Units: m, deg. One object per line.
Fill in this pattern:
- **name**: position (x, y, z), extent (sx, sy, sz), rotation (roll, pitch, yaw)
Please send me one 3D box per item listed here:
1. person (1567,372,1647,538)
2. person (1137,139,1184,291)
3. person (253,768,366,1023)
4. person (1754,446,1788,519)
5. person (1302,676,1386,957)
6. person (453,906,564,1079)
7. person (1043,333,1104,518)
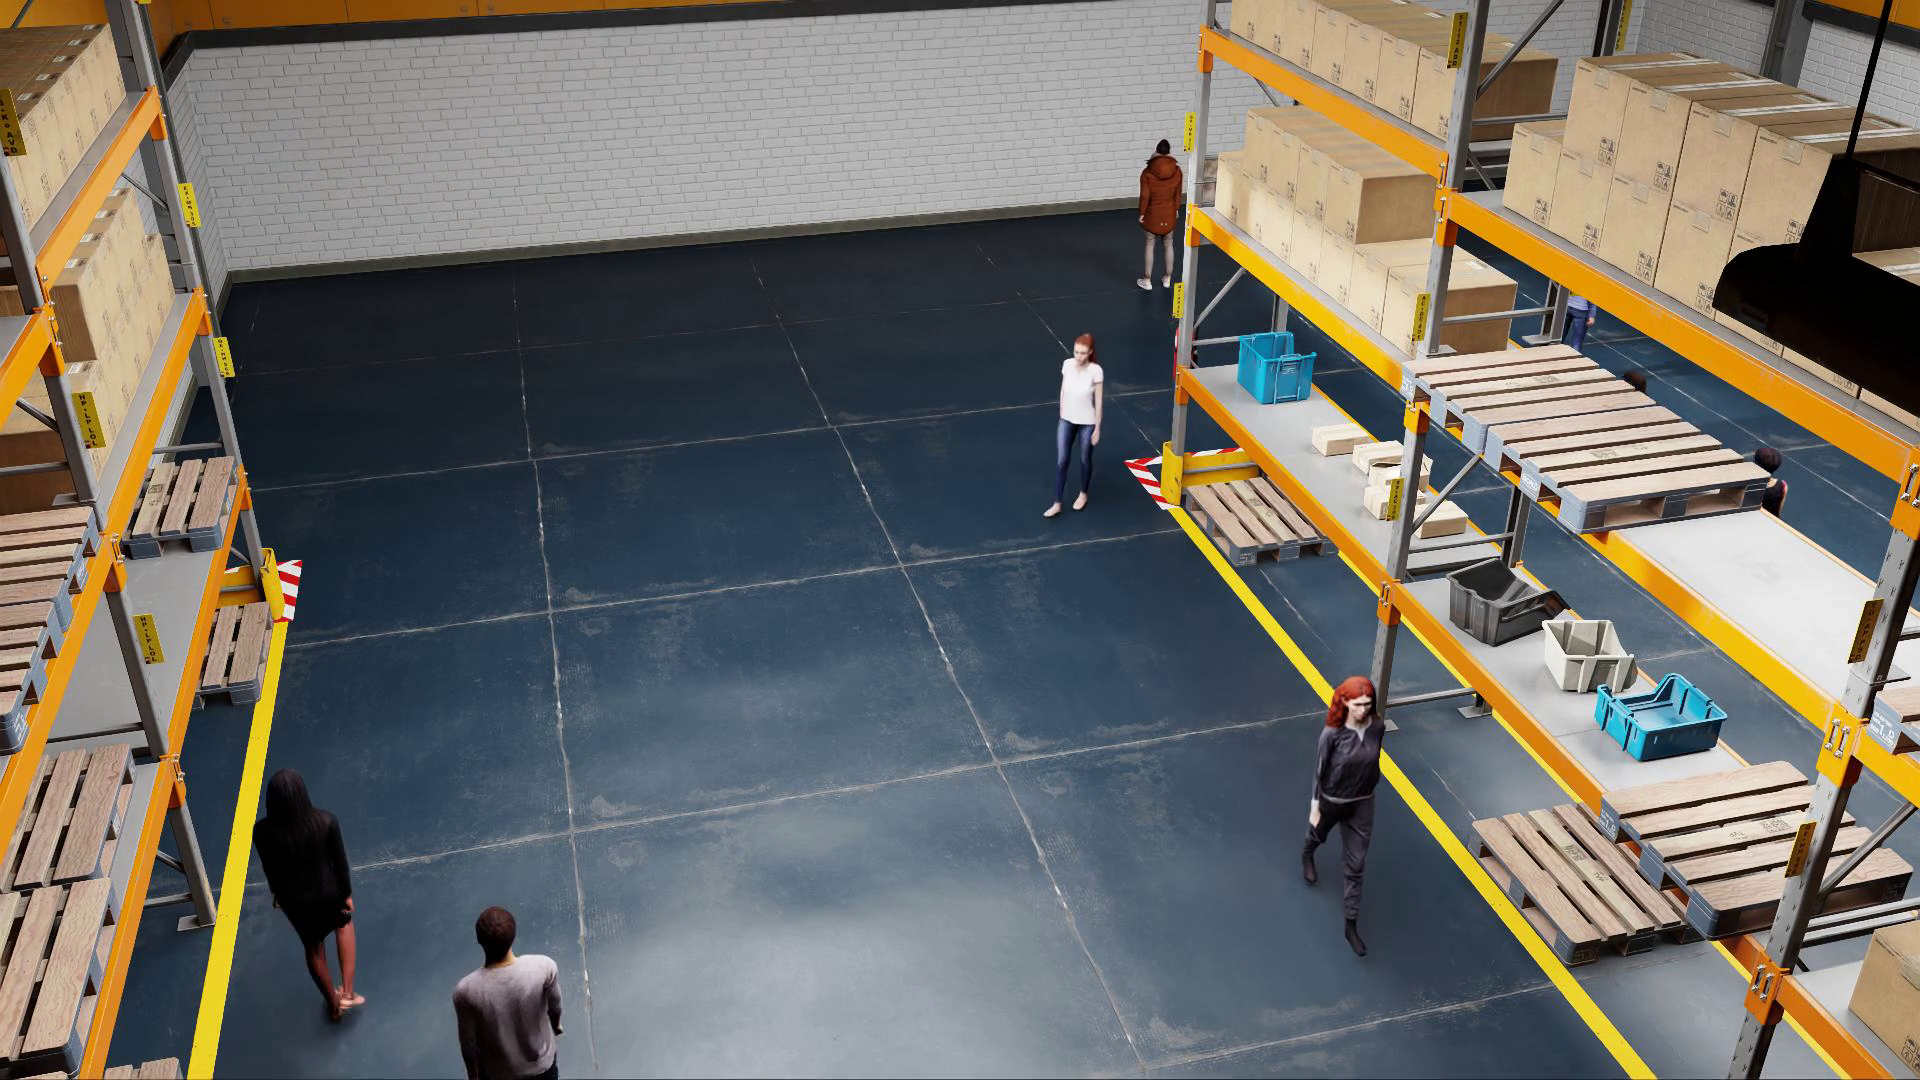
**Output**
- **person**: position (5.806, -0.664, 14.434), extent (1.077, 1.621, 0.939), rotation (21, 35, 34)
- **person**: position (2.434, -3.963, 20.255), extent (0.681, 1.839, 0.670), rotation (-7, 29, -13)
- **person**: position (-3.640, 2.064, 9.340), extent (0.623, 1.710, 0.658), rotation (-9, 30, -16)
- **person**: position (6.366, 0.026, 13.293), extent (0.798, 1.501, 1.115), rotation (3, 29, 5)
- **person**: position (2.319, 1.566, 10.232), extent (0.698, 1.730, 1.208), rotation (-4, 29, -8)
- **person**: position (-2.161, 2.631, 8.182), extent (0.666, 1.824, 0.885), rotation (-9, 30, -17)
- **person**: position (1.119, -1.075, 15.085), extent (0.901, 1.719, 0.979), rotation (14, 32, 24)
